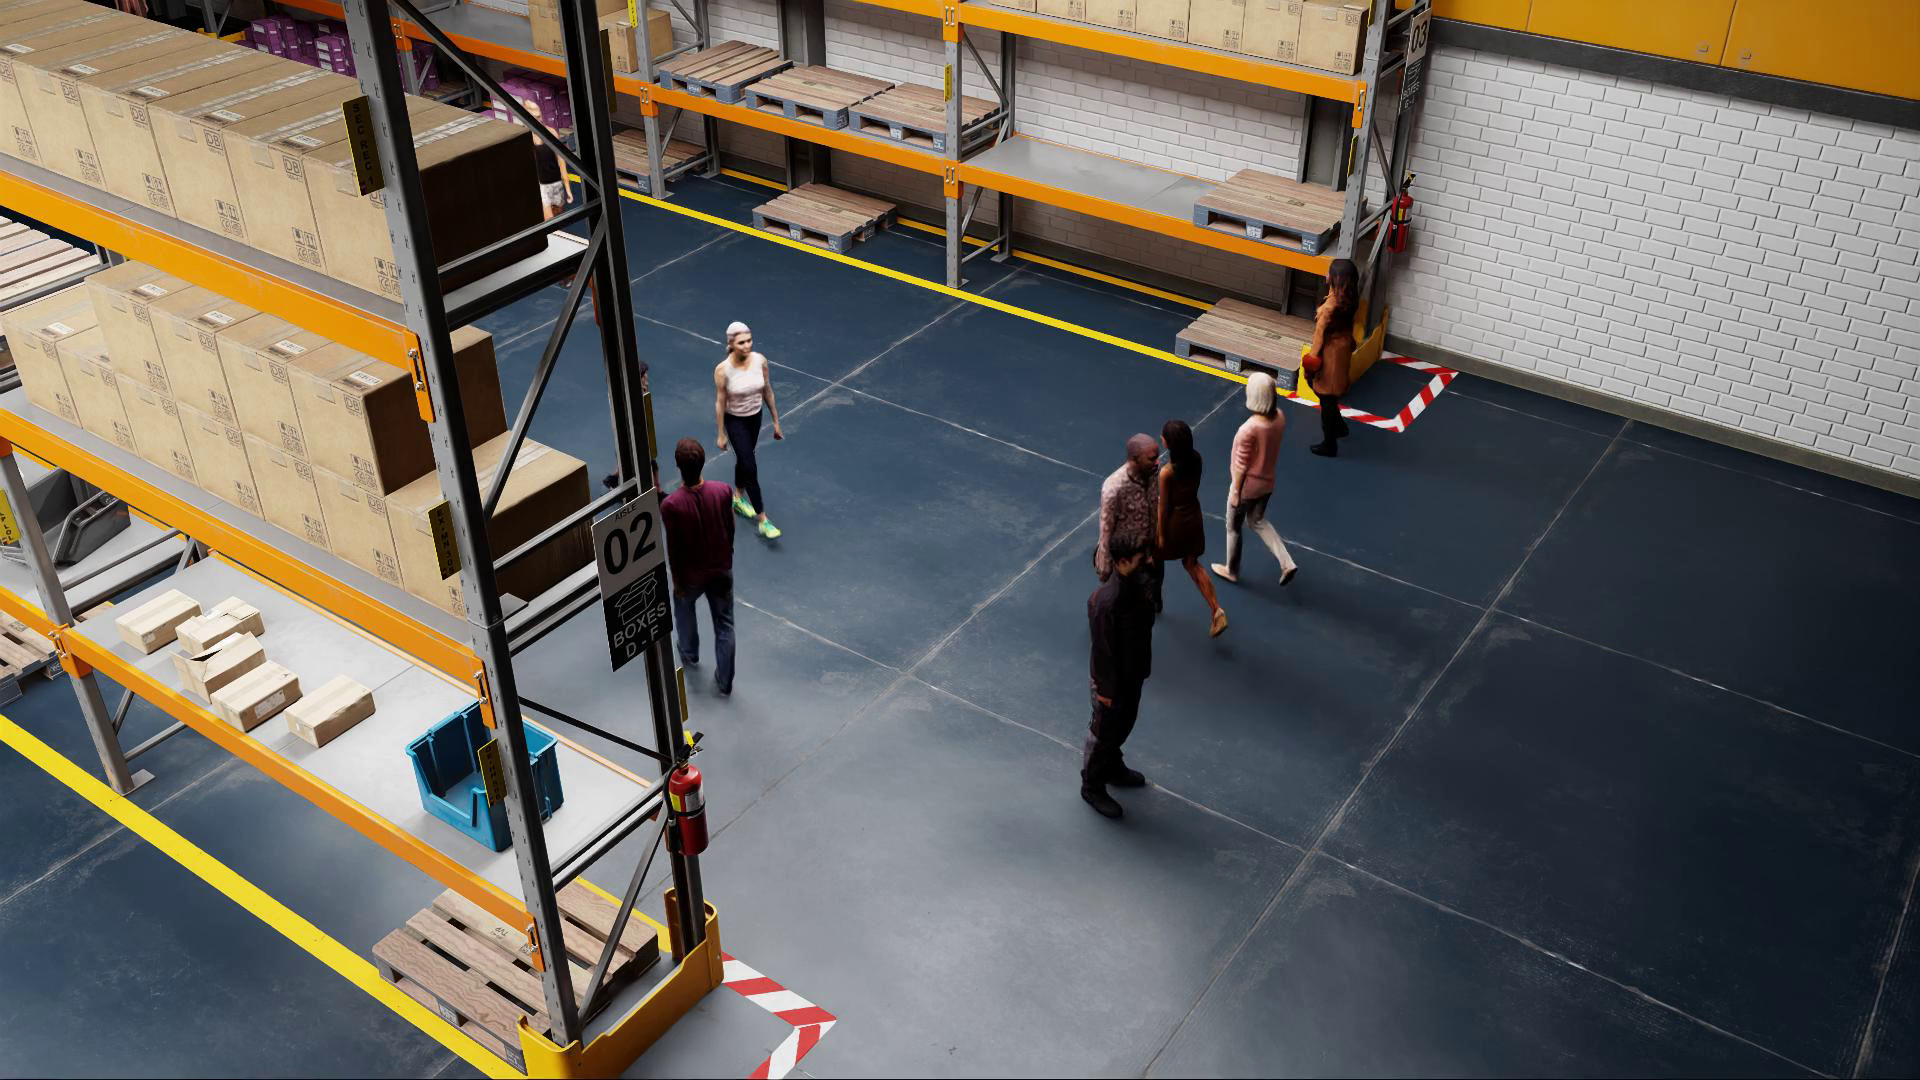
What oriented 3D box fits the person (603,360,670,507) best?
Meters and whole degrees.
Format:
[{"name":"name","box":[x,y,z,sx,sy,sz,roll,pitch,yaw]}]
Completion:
[{"name":"person","box":[-2.537,-0.816,12.830,0.931,1.241,0.742,3,34,5]}]

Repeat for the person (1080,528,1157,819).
[{"name":"person","box":[0.933,0.744,9.848,0.612,1.944,0.723,17,37,24]}]

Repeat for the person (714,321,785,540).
[{"name":"person","box":[-1.682,-0.901,12.563,0.759,1.680,1.022,-27,42,-34]}]

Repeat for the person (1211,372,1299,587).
[{"name":"person","box":[2.137,-0.369,11.735,0.704,1.709,0.948,-29,43,-36]}]

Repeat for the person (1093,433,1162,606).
[{"name":"person","box":[1.036,0.042,11.045,0.777,1.788,0.773,-29,43,-36]}]

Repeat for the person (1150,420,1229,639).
[{"name":"person","box":[1.544,-0.049,11.303,0.737,1.654,1.098,-25,41,-33]}]

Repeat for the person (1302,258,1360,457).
[{"name":"person","box":[3.058,-1.427,13.326,0.682,1.709,0.723,17,37,24]}]

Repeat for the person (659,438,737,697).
[{"name":"person","box":[-1.621,0.226,10.737,0.935,1.824,1.051,-13,36,-18]}]

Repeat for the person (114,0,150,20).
[{"name":"person","box":[-10.958,-7.090,21.978,0.635,1.563,0.661,-15,36,-21]}]

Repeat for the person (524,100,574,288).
[{"name":"person","box":[-4.079,-3.465,16.303,0.895,1.809,1.229,-20,39,-27]}]
